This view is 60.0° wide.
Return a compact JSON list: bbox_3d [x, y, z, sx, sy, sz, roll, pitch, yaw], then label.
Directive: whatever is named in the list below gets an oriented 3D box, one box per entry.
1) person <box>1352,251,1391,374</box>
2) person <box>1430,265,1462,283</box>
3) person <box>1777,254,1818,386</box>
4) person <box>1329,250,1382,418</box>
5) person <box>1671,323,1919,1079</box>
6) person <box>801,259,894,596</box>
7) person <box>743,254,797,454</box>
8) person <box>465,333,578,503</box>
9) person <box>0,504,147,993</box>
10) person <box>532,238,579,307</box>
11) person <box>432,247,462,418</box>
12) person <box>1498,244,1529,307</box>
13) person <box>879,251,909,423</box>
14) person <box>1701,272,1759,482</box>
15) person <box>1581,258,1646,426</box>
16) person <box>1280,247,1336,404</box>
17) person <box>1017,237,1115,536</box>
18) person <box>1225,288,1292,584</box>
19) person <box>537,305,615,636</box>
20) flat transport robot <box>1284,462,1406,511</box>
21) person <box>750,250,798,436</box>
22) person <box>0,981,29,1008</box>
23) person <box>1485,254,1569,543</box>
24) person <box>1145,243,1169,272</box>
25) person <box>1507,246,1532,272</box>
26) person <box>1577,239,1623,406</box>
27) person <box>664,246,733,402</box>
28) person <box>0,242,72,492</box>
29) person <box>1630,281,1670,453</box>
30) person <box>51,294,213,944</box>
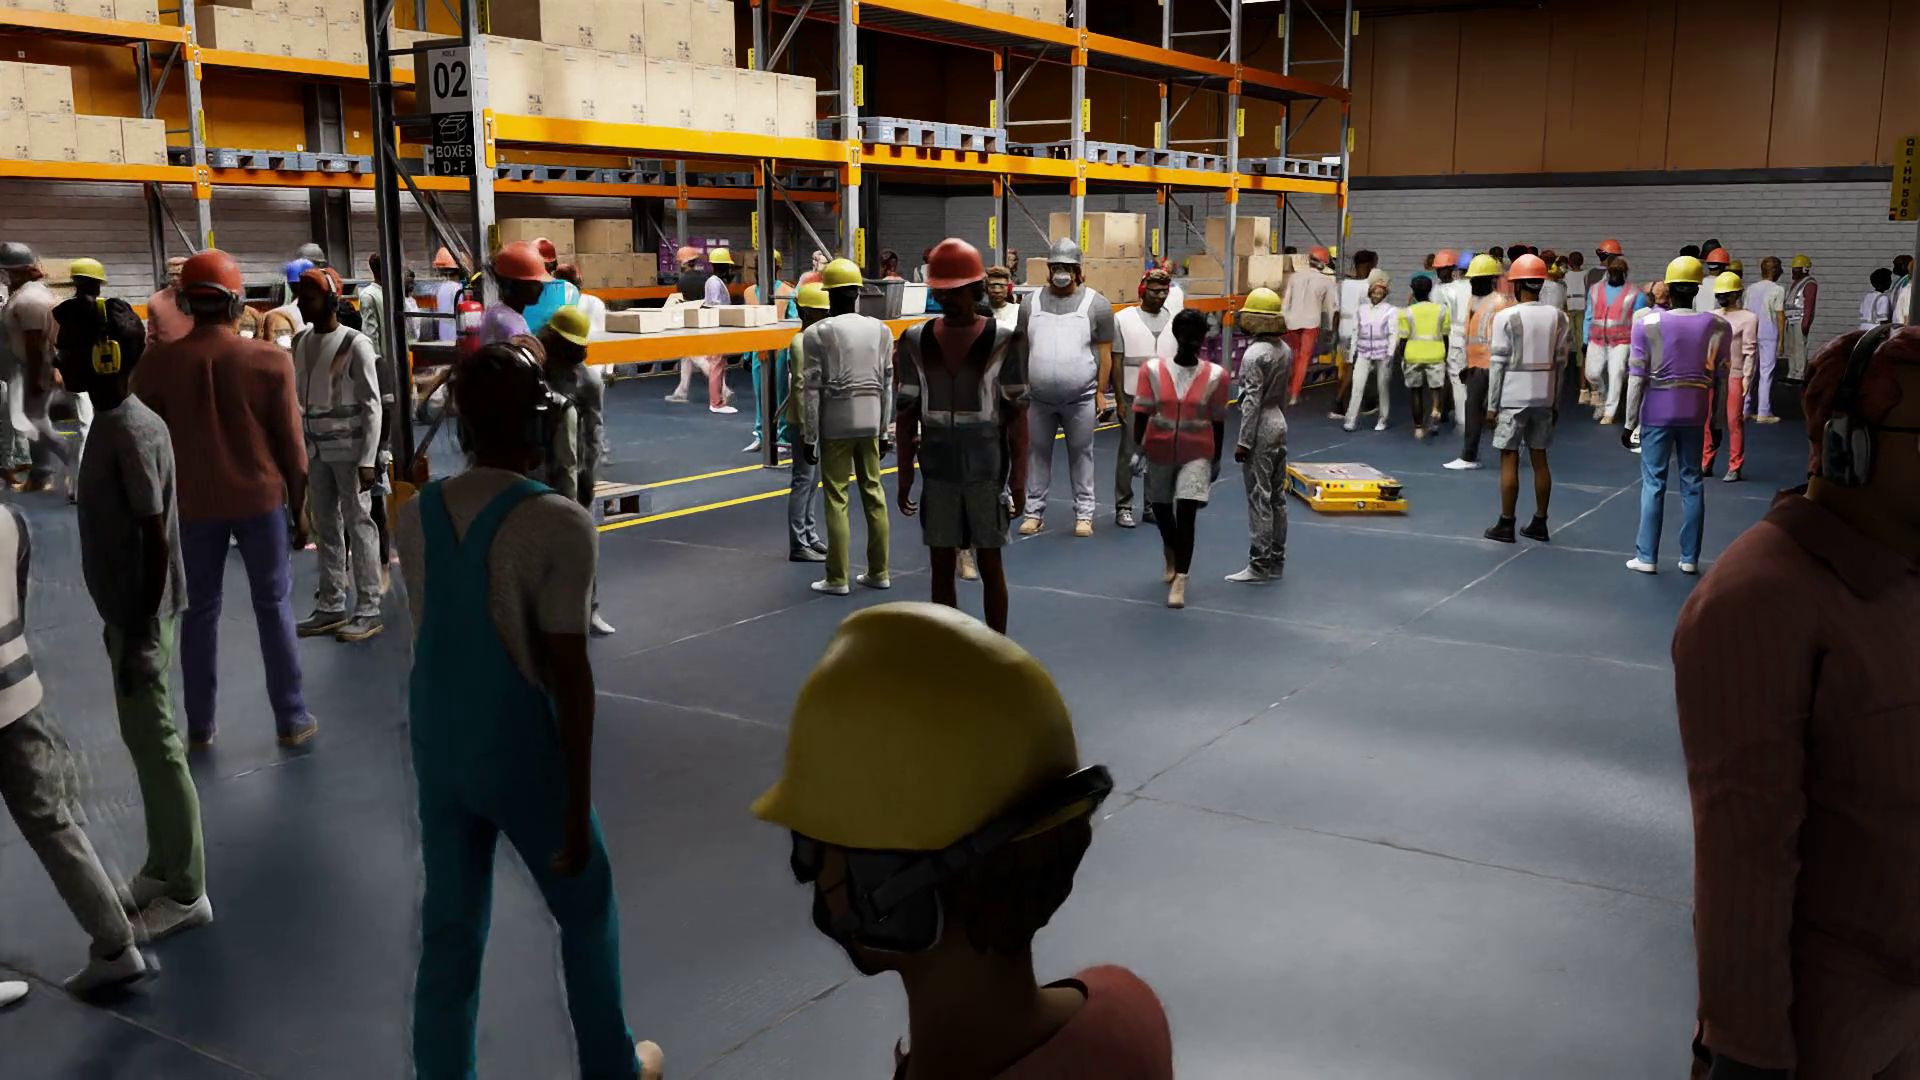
[{"bbox_3d":[6.211,-3.441,25.200,0.643,1.871,0.978,1,10,3],"label":"person"},{"bbox_3d":[6.823,-3.099,23.364,0.501,1.841,0.349,1,10,5],"label":"person"},{"bbox_3d":[11.678,-3.056,23.179,0.403,1.824,0.591,1,10,5],"label":"person"},{"bbox_3d":[4.583,-2.351,19.021,1.027,1.906,0.624,-7,13,-36],"label":"person"},{"bbox_3d":[1.293,0.643,2.441,0.643,1.909,0.409,-9,13,-40],"label":"person"},{"bbox_3d":[-0.652,-0.644,9.562,0.582,1.917,0.402,-8,13,-36],"label":"person"},{"bbox_3d":[-1.796,-1.774,15.803,0.594,1.915,0.373,6,12,28],"label":"person"},{"bbox_3d":[-1.949,-0.118,7.433,0.550,1.615,0.422,1,10,7],"label":"person"},{"bbox_3d":[-2.595,0.453,4.351,0.839,1.597,0.521,2,10,12],"label":"person"},{"bbox_3d":[-3.487,-1.516,14.030,0.615,2.038,0.395,-4,11,-23],"label":"person"},{"bbox_3d":[-5.807,-2.366,19.030,0.373,1.934,0.551,-3,11,-14],"label":"person"},{"bbox_3d":[7.011,-2.748,21.066,0.364,1.965,0.609,8,13,38],"label":"person"},{"bbox_3d":[-0.721,-2.110,17.707,0.412,1.907,0.596,10,14,43],"label":"person"},{"bbox_3d":[6.415,-1.368,14.001,0.337,1.760,0.528,-7,12,-33],"label":"person"},{"bbox_3d":[7.131,-2.166,18.217,0.650,1.829,0.439,8,13,37],"label":"person"},{"bbox_3d":[4.335,-2.664,20.686,0.644,1.930,0.782,7,12,32],"label":"person"},{"bbox_3d":[0.691,-1.036,11.369,0.682,2.000,0.537,2,10,13],"label":"person"},{"bbox_3d":[1.767,-0.610,9.832,0.295,1.744,0.484,7,12,34],"label":"person"},{"bbox_3d":[-2.109,-0.334,8.429,0.635,1.701,0.331,1,10,7],"label":"person"},{"bbox_3d":[2.948,-0.429,12.911,0.652,0.197,1.431,0,10,0],"label":"flat transport robot"},{"bbox_3d":[-1.932,-2.027,17.168,0.590,1.930,0.359,-10,14,-43],"label":"person"},{"bbox_3d":[-2.771,0.293,4.321,0.589,1.927,0.386,8,13,39],"label":"person"},{"bbox_3d":[3.782,-0.944,11.181,0.547,1.929,0.391,-2,11,-14],"label":"person"},{"bbox_3d":[3.082,-3.726,26.311,0.432,2.032,0.610,-8,13,-37],"label":"person"},{"bbox_3d":[7.564,-3.000,22.608,0.587,1.930,0.657,9,14,41],"label":"person"},{"bbox_3d":[7.860,-2.648,20.339,0.414,2.035,0.603,-3,11,-16],"label":"person"},{"bbox_3d":[-3.237,-2.649,20.556,0.966,1.958,0.601,3,11,16],"label":"person"},{"bbox_3d":[-7.374,-1.372,13.234,0.621,2.000,0.712,-4,11,-23],"label":"person"},{"bbox_3d":[6.602,-1.630,15.786,0.315,1.636,0.515,9,14,41],"label":"person"},{"bbox_3d":[-2.417,0.231,4.825,0.321,1.871,0.529,-7,12,-33],"label":"person"}]
